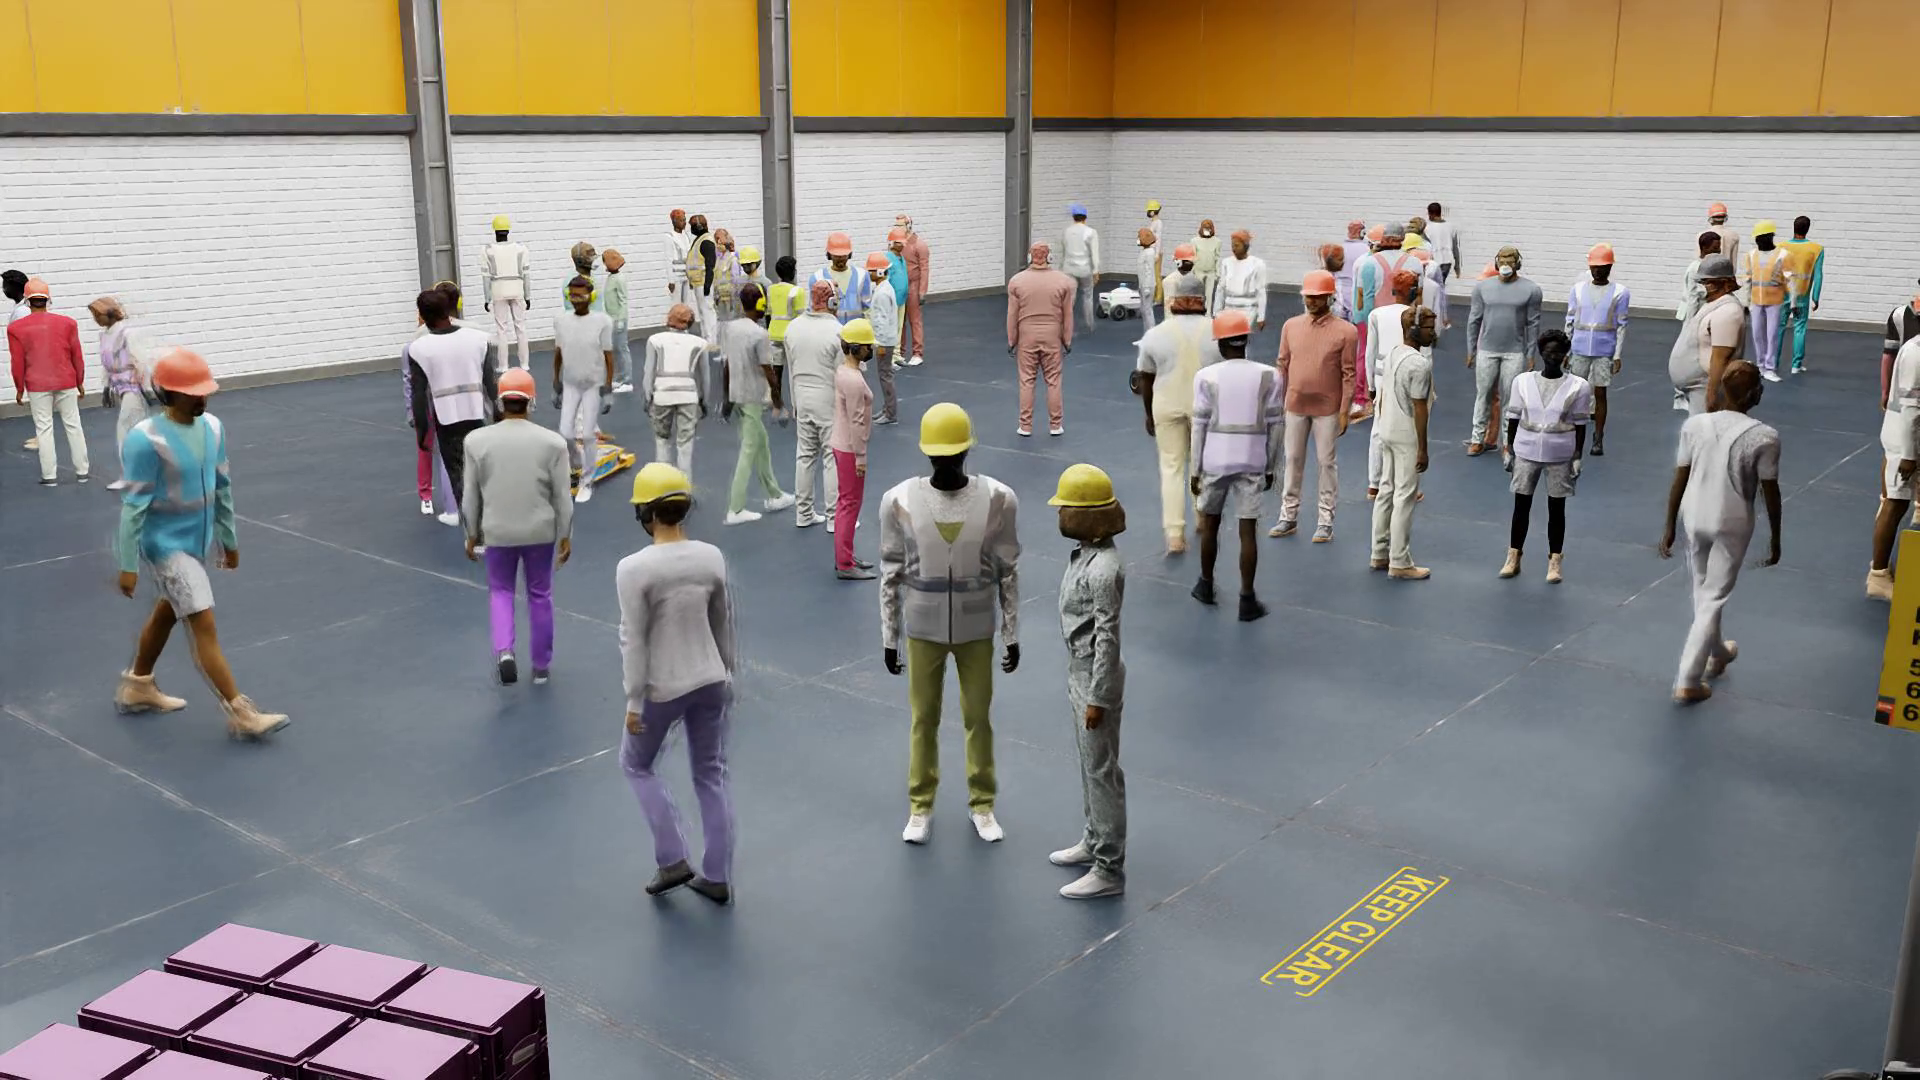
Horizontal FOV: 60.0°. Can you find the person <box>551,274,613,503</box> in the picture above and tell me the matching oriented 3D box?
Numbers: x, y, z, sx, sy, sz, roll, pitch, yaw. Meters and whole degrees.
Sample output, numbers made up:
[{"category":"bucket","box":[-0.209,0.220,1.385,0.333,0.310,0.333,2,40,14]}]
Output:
[{"category":"person","box":[-3.049,-1.212,13.406,0.546,1.846,0.392,1,14,3]}]

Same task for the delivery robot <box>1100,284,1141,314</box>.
[{"category":"delivery robot","box":[2.551,-3.782,26.111,0.707,0.478,0.477,-8,16,-30]}]

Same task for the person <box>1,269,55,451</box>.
[{"category":"person","box":[-8.755,-1.693,15.652,0.319,1.690,0.542,-7,16,-25]}]

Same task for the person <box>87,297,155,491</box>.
[{"category":"person","box":[-7.035,-1.215,13.904,0.549,1.609,0.680,12,18,40]}]

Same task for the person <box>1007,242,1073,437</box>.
[{"category":"person","box":[0.779,-1.958,16.287,0.652,1.898,0.403,0,14,-1]}]

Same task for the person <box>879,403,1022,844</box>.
[{"category":"person","box":[-0.036,0.367,6.974,0.596,1.915,0.423,0,14,0]}]

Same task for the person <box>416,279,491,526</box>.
[{"category":"person","box":[-3.855,-1.042,12.687,0.533,1.868,0.310,-7,16,-27]}]

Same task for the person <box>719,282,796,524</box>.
[{"category":"person","box":[-1.508,-1.068,12.862,0.871,1.832,0.537,-11,18,-38]}]

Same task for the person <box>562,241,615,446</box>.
[{"category":"person","box":[-3.531,-1.848,15.762,0.358,1.939,0.636,2,14,6]}]

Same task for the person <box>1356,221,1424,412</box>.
[{"category":"person","box":[4.509,-2.342,17.533,0.680,2.000,0.536,3,14,11]}]

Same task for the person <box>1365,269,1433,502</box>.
[{"category":"person","box":[3.541,-1.234,13.426,0.353,1.883,0.578,-13,19,-43]}]

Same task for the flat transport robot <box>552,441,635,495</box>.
[{"category":"flat transport robot","box":[-3.351,-0.625,14.260,0.652,0.197,1.431,2,14,9]}]

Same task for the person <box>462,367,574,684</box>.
[{"category":"person","box":[-2.381,-0.056,8.993,0.595,1.741,0.520,-3,14,-12]}]

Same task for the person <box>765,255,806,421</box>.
[{"category":"person","box":[-1.788,-2.078,17.175,0.535,1.697,0.322,9,17,32]}]

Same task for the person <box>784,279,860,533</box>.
[{"category":"person","box":[-1.008,-0.999,12.463,0.632,1.899,0.404,10,17,35]}]

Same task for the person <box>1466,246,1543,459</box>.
[{"category":"person","box":[4.958,-1.716,15.235,0.636,1.939,0.363,6,15,22]}]

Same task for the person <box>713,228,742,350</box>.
[{"category":"person","box":[-3.191,-3.381,22.490,0.512,1.645,0.307,3,14,11]}]

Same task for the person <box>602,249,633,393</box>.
[{"category":"person","box":[-3.934,-2.507,19.017,0.281,1.633,0.499,-8,16,-29]}]

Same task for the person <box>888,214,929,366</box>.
[{"category":"person","box":[-0.700,-3.166,21.097,0.646,1.907,0.401,11,18,38]}]

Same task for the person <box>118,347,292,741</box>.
[{"category":"person","box":[-3.857,0.010,8.301,1.112,1.972,0.653,3,14,11]}]

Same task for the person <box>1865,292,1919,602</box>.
[{"category":"person","box":[6.111,-0.618,10.638,0.397,2.043,0.609,9,16,31]}]

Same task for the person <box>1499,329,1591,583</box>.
[{"category":"person","box":[3.896,-0.560,11.101,0.540,1.700,0.316,8,16,28]}]

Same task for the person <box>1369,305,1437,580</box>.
[{"category":"person","box":[2.993,-0.655,11.191,0.326,1.841,0.513,-4,14,-14]}]

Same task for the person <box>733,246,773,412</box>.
[{"category":"person","box":[-2.207,-2.244,17.726,0.527,1.760,0.337,9,17,33]}]

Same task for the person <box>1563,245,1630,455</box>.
[{"category":"person","box":[5.852,-1.750,15.377,0.542,1.938,0.358,8,16,29]}]

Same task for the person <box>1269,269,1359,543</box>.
[{"category":"person","box":[2.585,-0.966,12.191,0.611,1.964,0.375,9,17,31]}]

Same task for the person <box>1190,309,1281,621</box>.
[{"category":"person","box":[1.708,-0.471,10.371,0.563,1.898,0.669,1,14,4]}]

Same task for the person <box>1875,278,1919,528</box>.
[{"category":"person","box":[7.321,-1.117,12.631,0.373,2.043,0.615,-10,17,-35]}]

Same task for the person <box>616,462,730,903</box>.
[{"category":"person","box":[-1.104,0.570,6.493,0.494,1.735,0.548,13,19,43]}]

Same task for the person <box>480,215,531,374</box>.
[{"category":"person","box":[-5.562,-3.008,20.417,0.585,1.930,0.356,-7,16,-26]}]

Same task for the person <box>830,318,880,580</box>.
[{"category":"person","box":[-0.699,-0.610,11.189,0.337,1.757,0.518,-3,14,-13]}]
